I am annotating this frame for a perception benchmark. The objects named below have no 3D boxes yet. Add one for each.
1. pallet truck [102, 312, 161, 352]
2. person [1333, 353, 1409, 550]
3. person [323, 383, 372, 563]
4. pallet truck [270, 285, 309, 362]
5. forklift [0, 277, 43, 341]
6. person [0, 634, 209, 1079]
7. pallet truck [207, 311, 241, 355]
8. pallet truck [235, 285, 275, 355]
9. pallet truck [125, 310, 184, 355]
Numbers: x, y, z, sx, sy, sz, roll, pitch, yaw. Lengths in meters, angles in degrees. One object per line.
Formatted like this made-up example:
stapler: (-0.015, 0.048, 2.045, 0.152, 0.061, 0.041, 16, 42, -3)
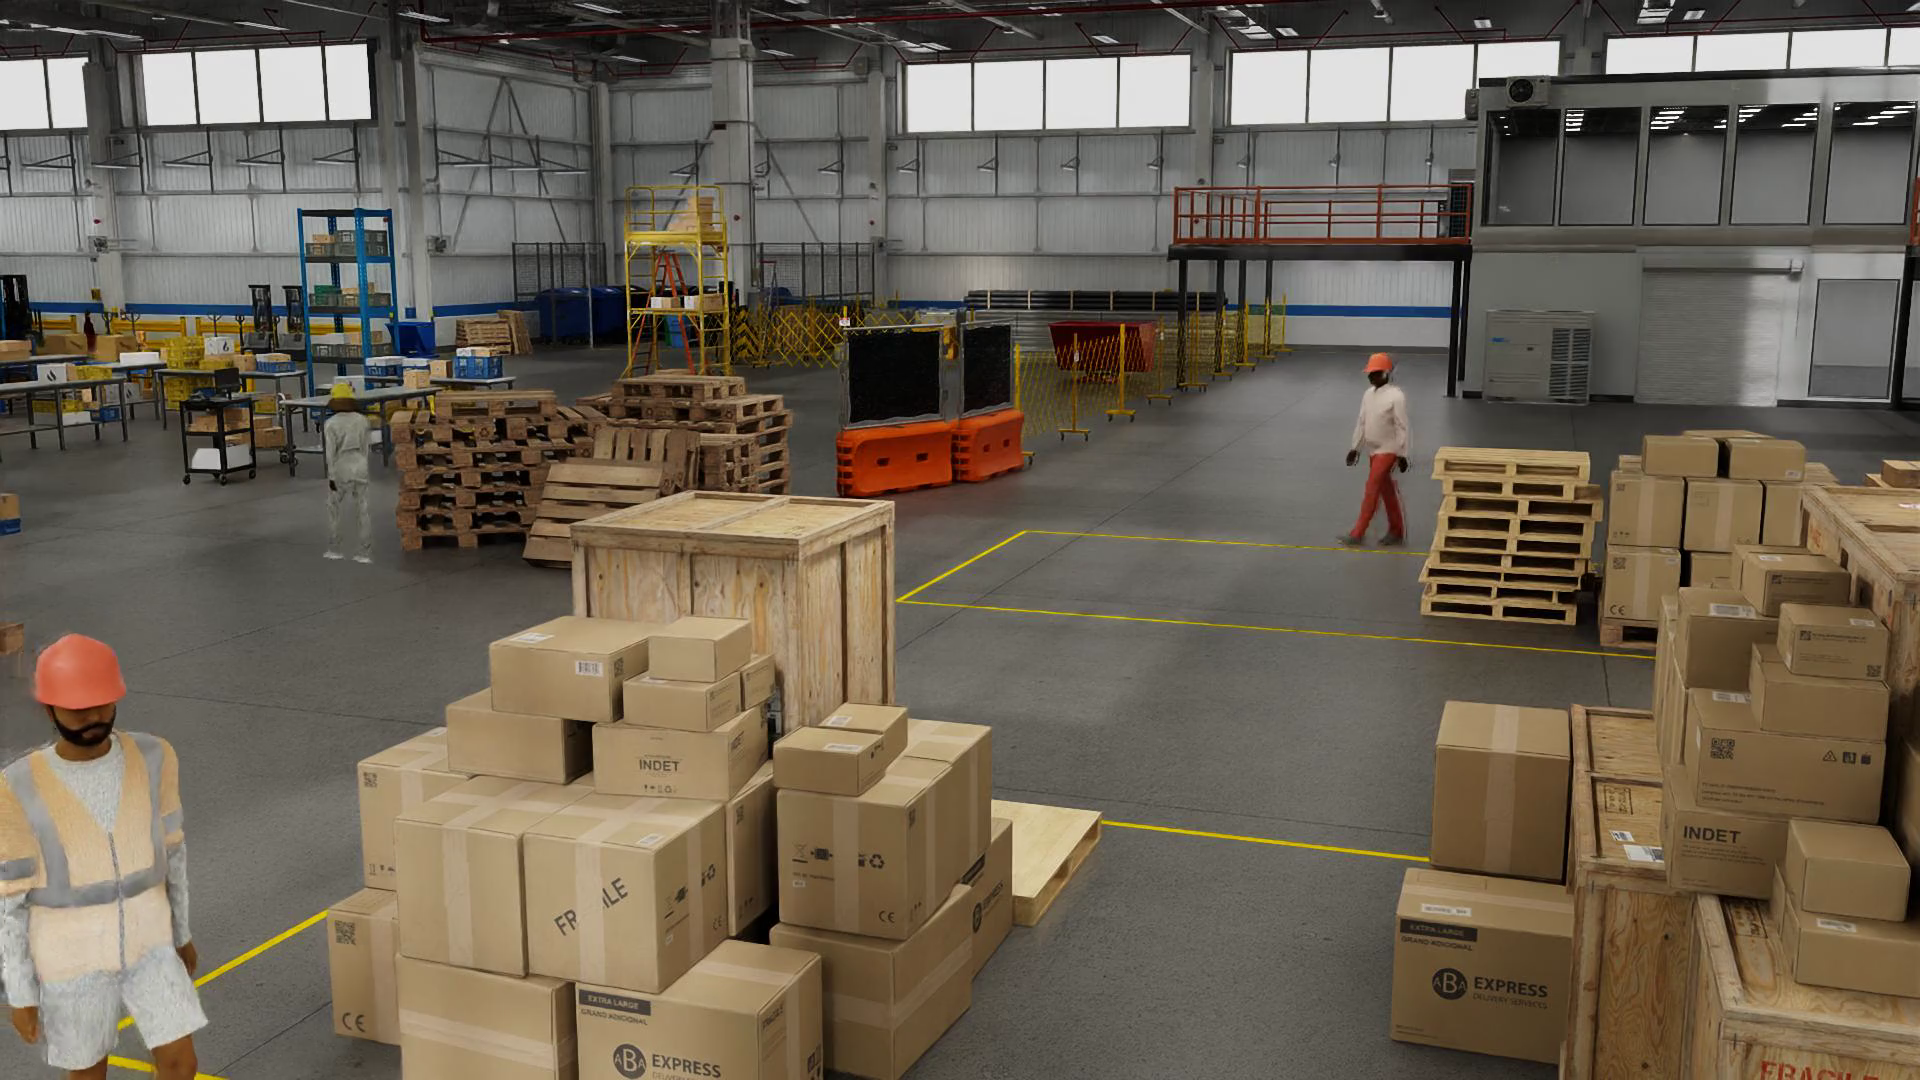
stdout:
pallet truck: (-23.057, -5.777, 46.261, 0.680, 1.201, 1.601, 3, 11, 19)
person: (4.112, -0.883, 16.643, 0.978, 1.947, 0.611, -3, 10, -16)
person: (-5.904, -0.643, 15.946, 0.676, 1.722, 0.497, 9, 13, 41)
pallet truck: (-17.147, -5.700, 43.663, 0.823, 1.965, 1.885, 3, 11, 17)
forklift: (-27.151, -6.329, 46.328, 1.157, 1.987, 2.680, 3, 11, 17)
person: (-2.525, 1.214, 4.915, 0.523, 1.922, 0.568, 9, 13, 41)
pallet truck: (-19.537, -5.575, 44.913, 0.653, 1.274, 1.630, 3, 11, 19)
pallet truck: (-18.327, -5.835, 44.421, 0.823, 1.965, 1.885, 4, 11, 23)
pallet truck: (-22.038, -5.665, 45.457, 0.704, 1.261, 1.522, 3, 11, 17)
